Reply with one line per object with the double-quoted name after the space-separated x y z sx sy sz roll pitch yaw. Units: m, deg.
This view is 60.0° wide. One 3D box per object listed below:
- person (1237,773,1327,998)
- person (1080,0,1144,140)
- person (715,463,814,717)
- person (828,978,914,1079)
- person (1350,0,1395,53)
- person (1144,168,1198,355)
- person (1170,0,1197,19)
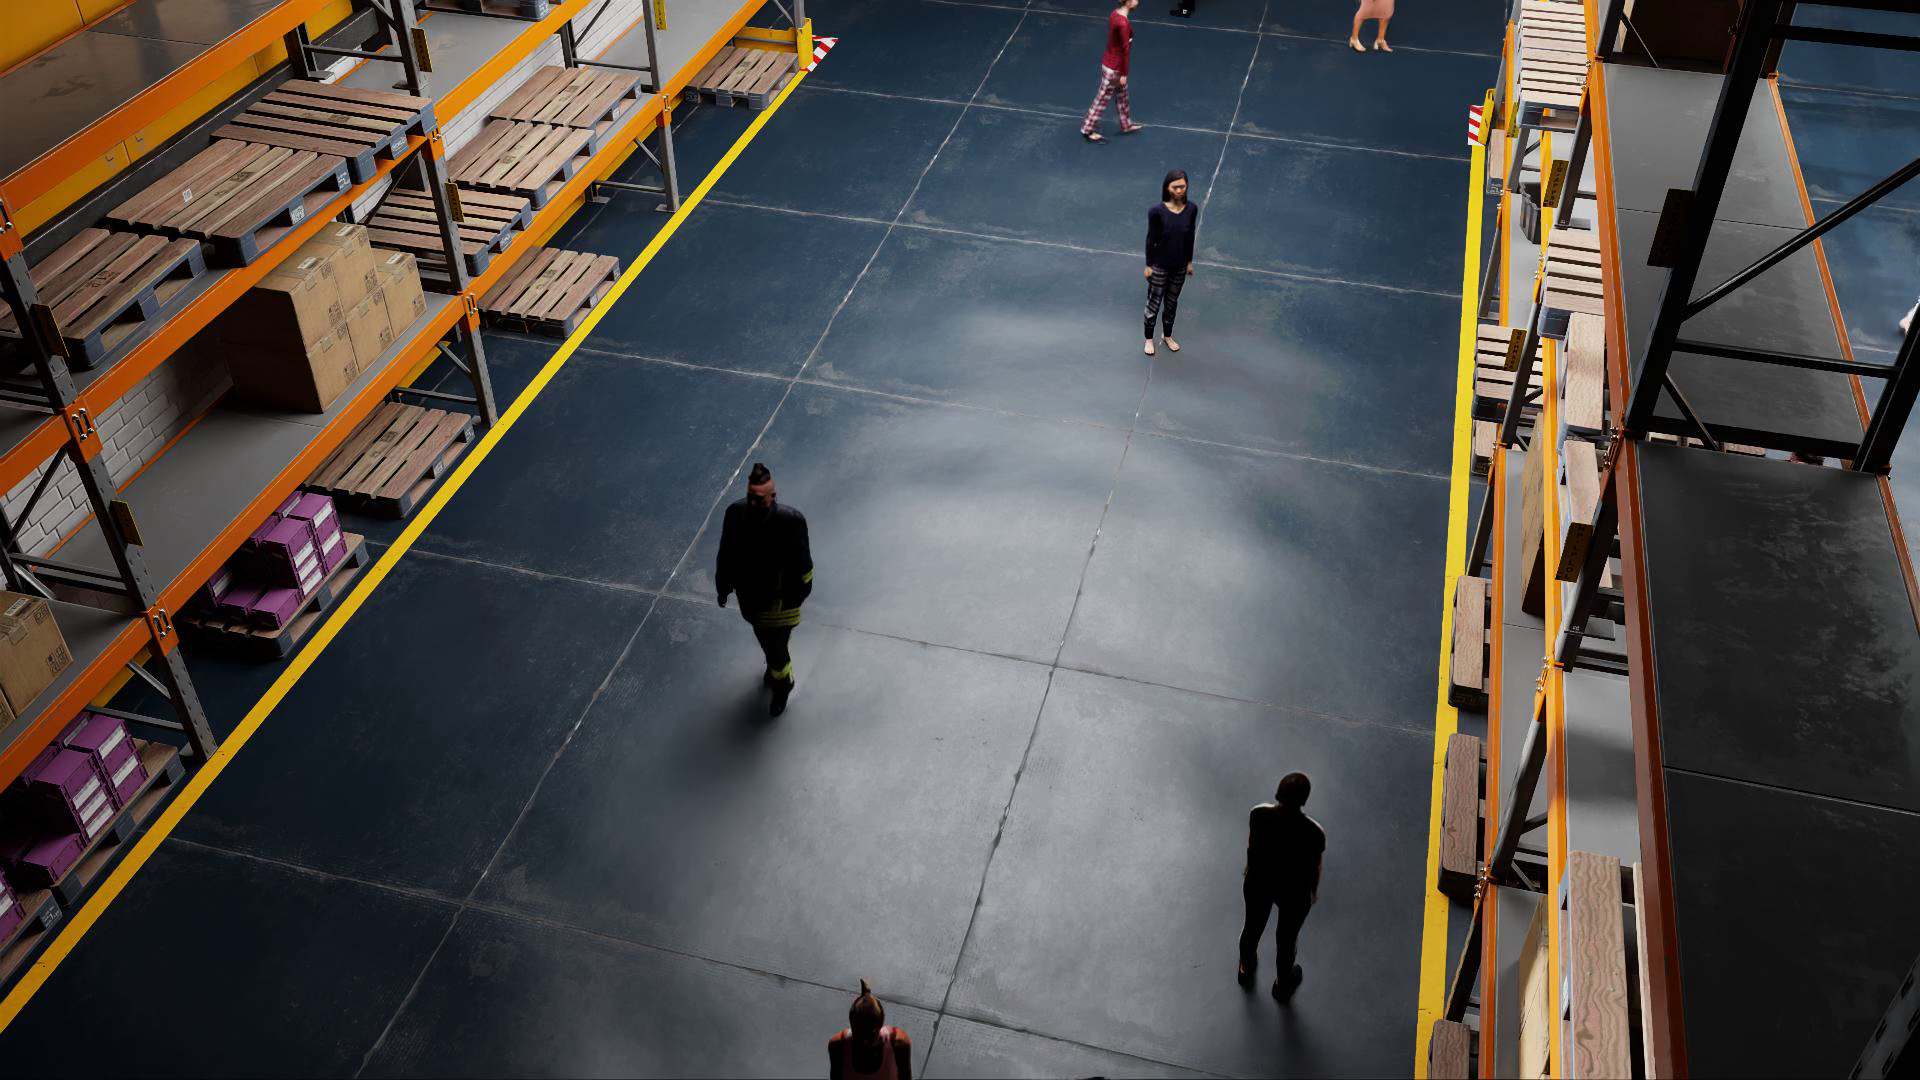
1.759 1.889 9.159 0.632 1.668 0.597 19 42 22 "person"
1.602 -5.121 17.938 0.896 1.666 0.974 -1 39 -1 "person"
-1.251 0.227 11.095 0.798 1.849 0.850 15 41 18 "person"
-0.425 2.691 8.182 0.661 1.634 0.708 -3 39 -4 "person"
4.877 -6.716 19.817 0.851 1.813 0.819 27 46 30 "person"
1.820 -2.446 14.535 0.682 1.734 0.678 -9 39 -11 "person"
2.880 -7.414 20.792 0.716 1.688 0.560 19 43 23 "person"
